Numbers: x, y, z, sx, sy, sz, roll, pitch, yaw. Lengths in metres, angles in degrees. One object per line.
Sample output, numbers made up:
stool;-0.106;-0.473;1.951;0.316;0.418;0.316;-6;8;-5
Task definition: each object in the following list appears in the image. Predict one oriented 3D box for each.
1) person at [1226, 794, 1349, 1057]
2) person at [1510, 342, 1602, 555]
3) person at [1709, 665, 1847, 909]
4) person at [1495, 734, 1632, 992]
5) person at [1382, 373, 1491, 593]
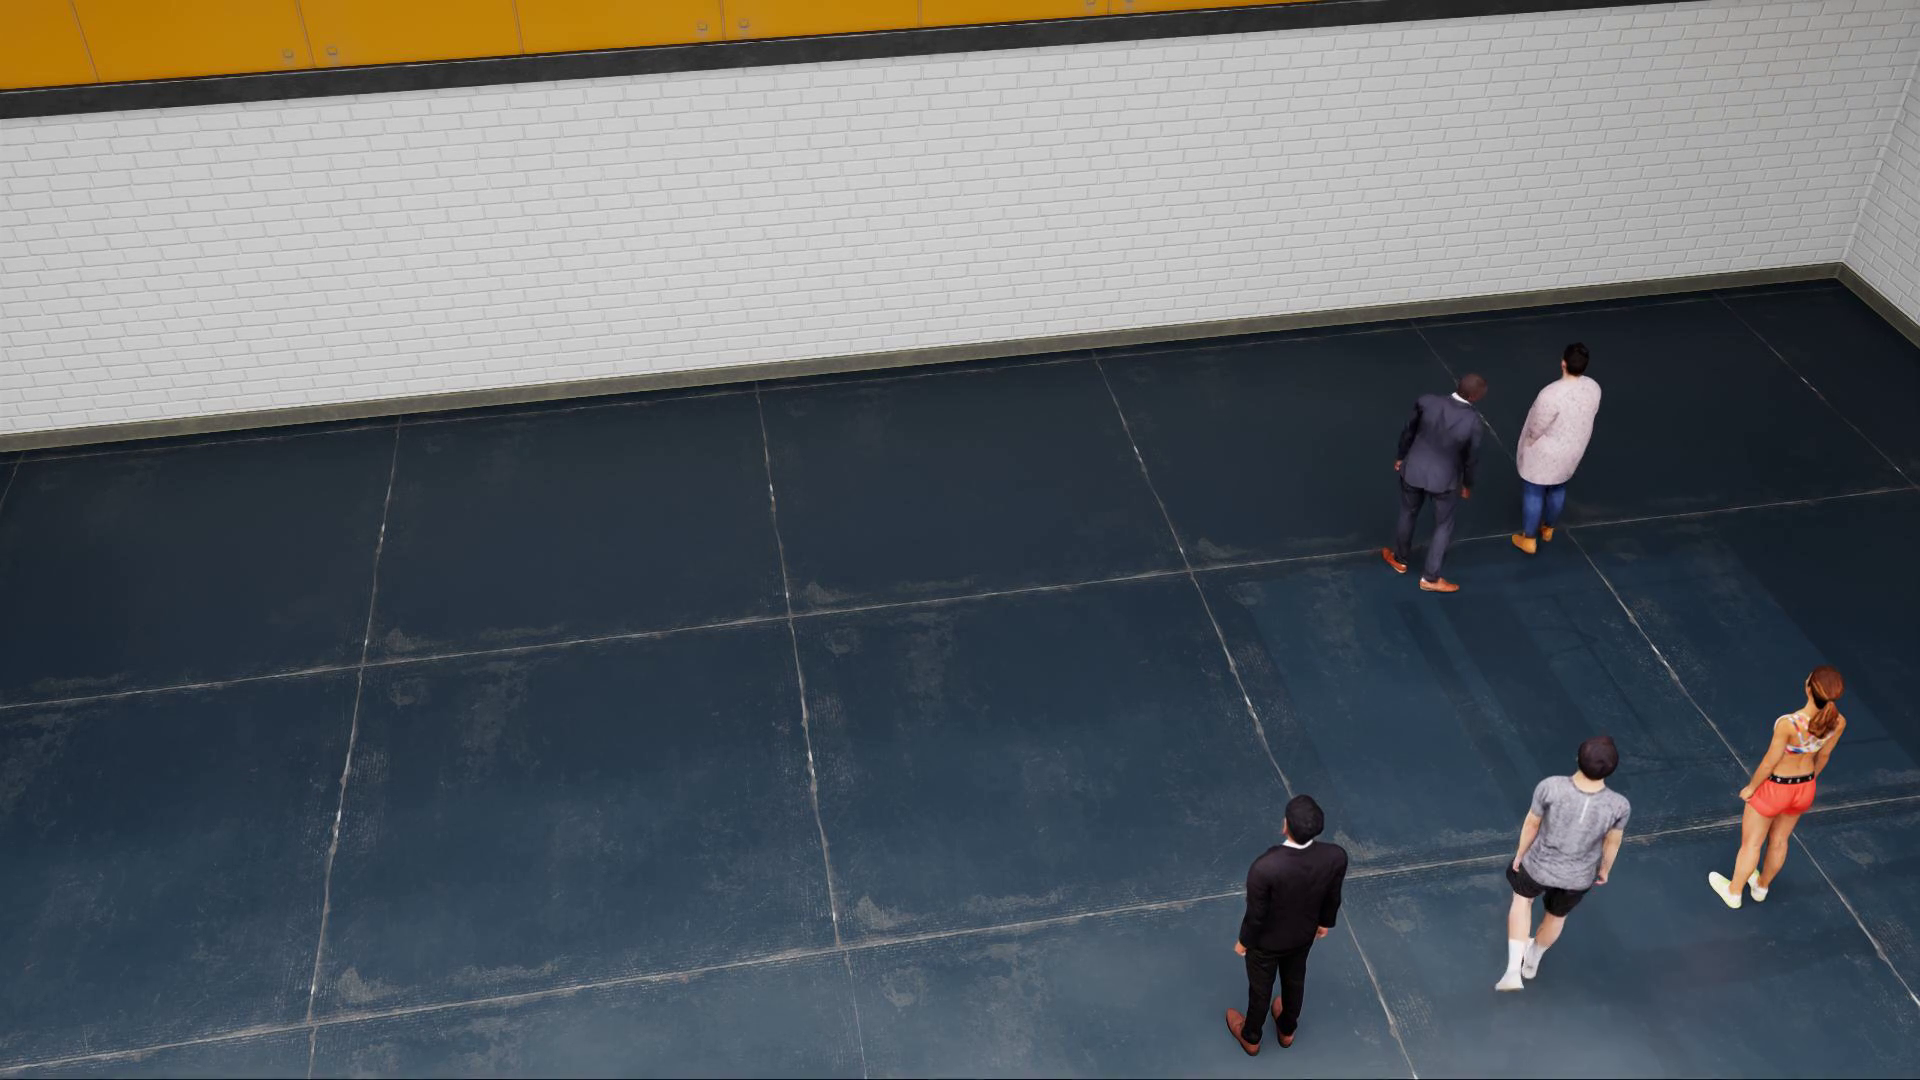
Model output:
person;1.689;2.027;8.690;0.722;1.883;0.574;-10;40;-12
person;4.369;-0.685;12.189;0.713;1.753;0.690;-11;40;-13
person;4.706;1.427;9.516;0.580;1.790;0.528;-5;39;-6
person;3.228;1.822;8.970;0.892;1.854;0.990;14;41;16
person;3.336;-0.464;11.880;0.864;1.794;0.904;11;40;14
